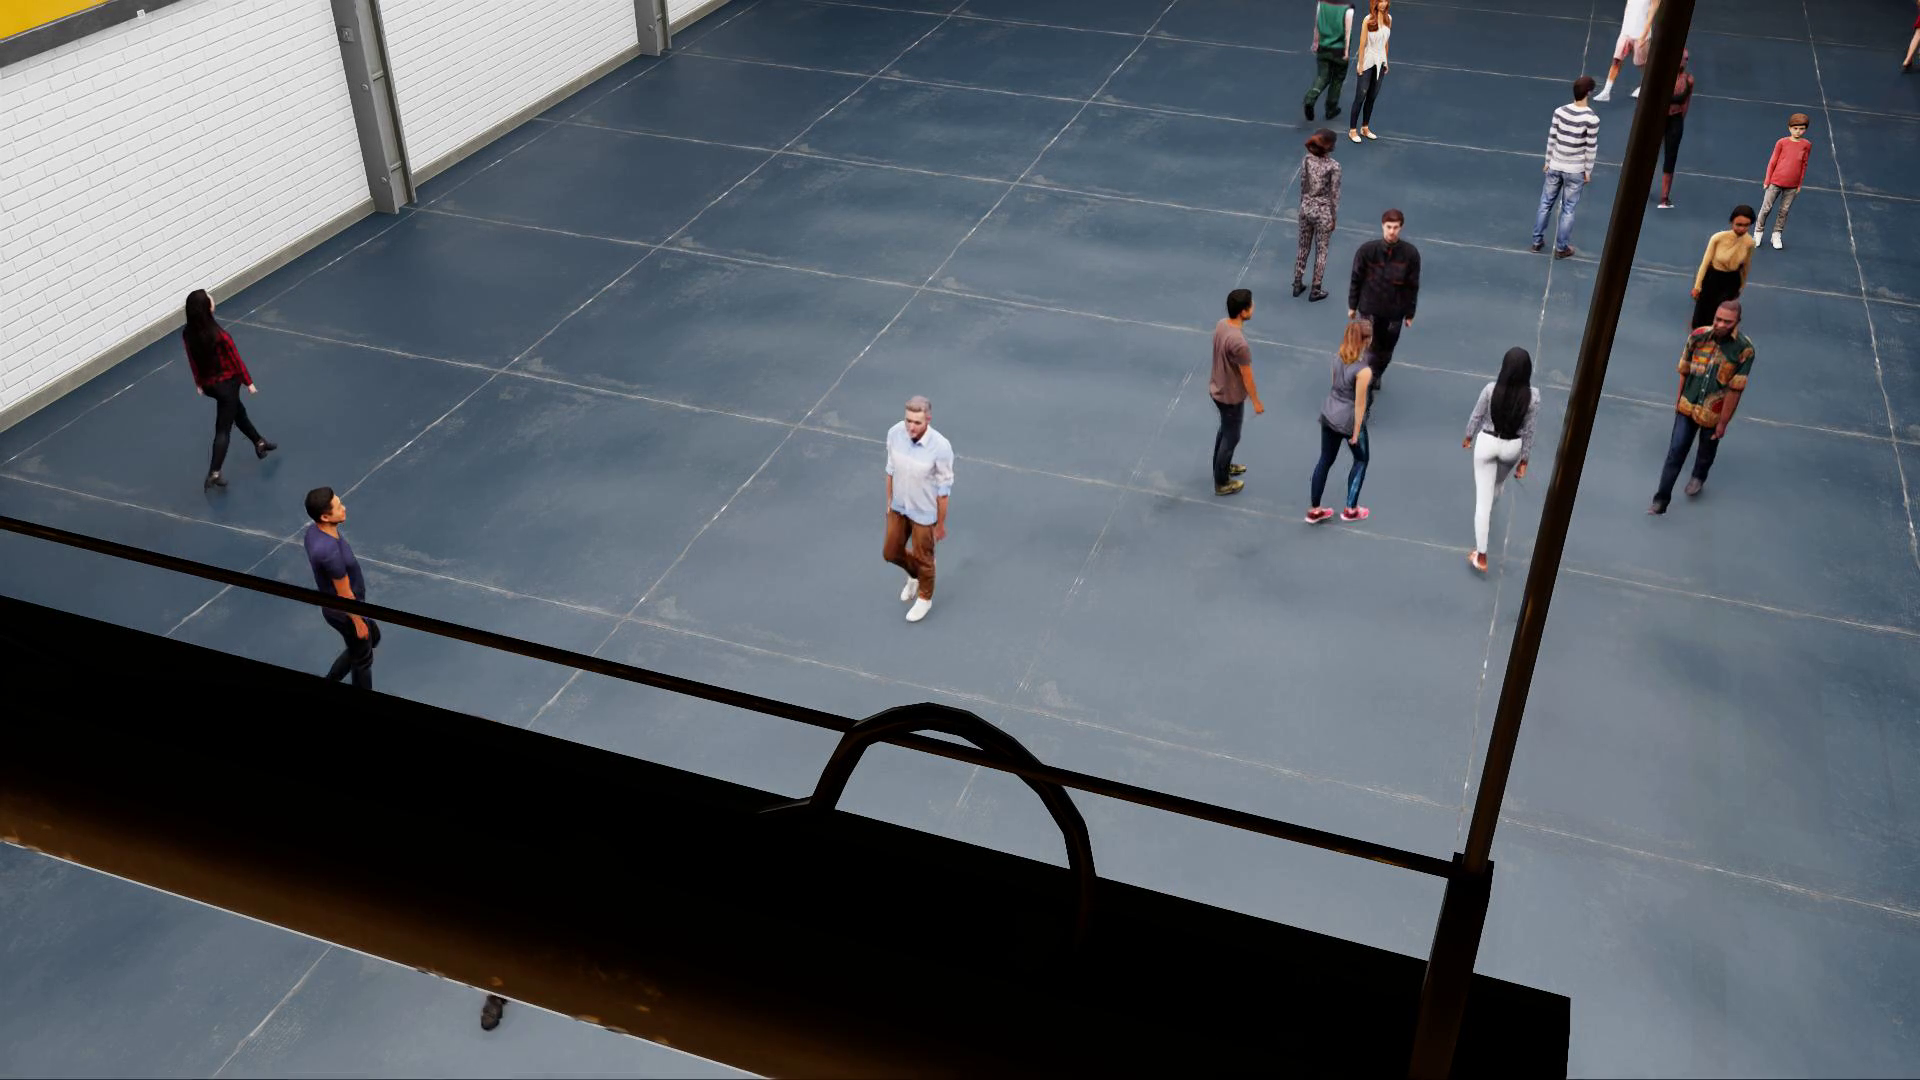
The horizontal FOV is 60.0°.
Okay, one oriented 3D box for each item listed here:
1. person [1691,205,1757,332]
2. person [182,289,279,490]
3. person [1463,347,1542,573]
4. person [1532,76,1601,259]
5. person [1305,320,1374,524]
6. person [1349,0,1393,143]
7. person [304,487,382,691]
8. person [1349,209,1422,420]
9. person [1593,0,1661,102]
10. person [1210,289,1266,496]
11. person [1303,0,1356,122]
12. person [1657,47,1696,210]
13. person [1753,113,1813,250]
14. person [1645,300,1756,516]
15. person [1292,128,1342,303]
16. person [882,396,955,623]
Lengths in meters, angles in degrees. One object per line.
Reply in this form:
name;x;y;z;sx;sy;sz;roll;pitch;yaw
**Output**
person;6.801;-2.273;14.946;0.612;1.615;1.001;8;35;12
person;-5.938;-1.158;13.271;0.580;1.612;1.044;11;35;16
person;3.987;-0.560;12.327;0.732;1.661;1.217;5;34;8
person;6.228;-3.829;17.074;0.716;1.849;0.663;26;42;34
person;2.865;-0.866;12.745;0.846;1.708;0.773;-20;38;-27
person;4.925;-5.690;19.933;0.669;1.785;0.737;-16;37;-22
person;-4.029;0.456;10.690;0.914;1.782;0.855;-14;36;-20
person;3.649;-2.004;14.368;0.863;1.806;1.185;5;34;7
person;8.638;-6.422;21.074;1.250;1.741;1.086;-20;39;-28
person;2.086;-1.141;13.106;0.822;1.767;0.737;-6;34;-10
person;4.522;-5.998;20.369;0.850;1.816;1.082;24;41;32
person;7.719;-4.561;18.306;0.858;1.706;1.248;1;34;2
person;8.599;-3.751;17.349;0.540;1.416;0.502;8;34;12
person;5.857;-1.042;12.973;0.957;1.748;1.301;24;40;31
person;3.477;-3.175;16.213;0.646;1.715;0.653;29;43;36
person;-0.259;-0.270;11.758;0.753;1.807;0.741;20;38;27
